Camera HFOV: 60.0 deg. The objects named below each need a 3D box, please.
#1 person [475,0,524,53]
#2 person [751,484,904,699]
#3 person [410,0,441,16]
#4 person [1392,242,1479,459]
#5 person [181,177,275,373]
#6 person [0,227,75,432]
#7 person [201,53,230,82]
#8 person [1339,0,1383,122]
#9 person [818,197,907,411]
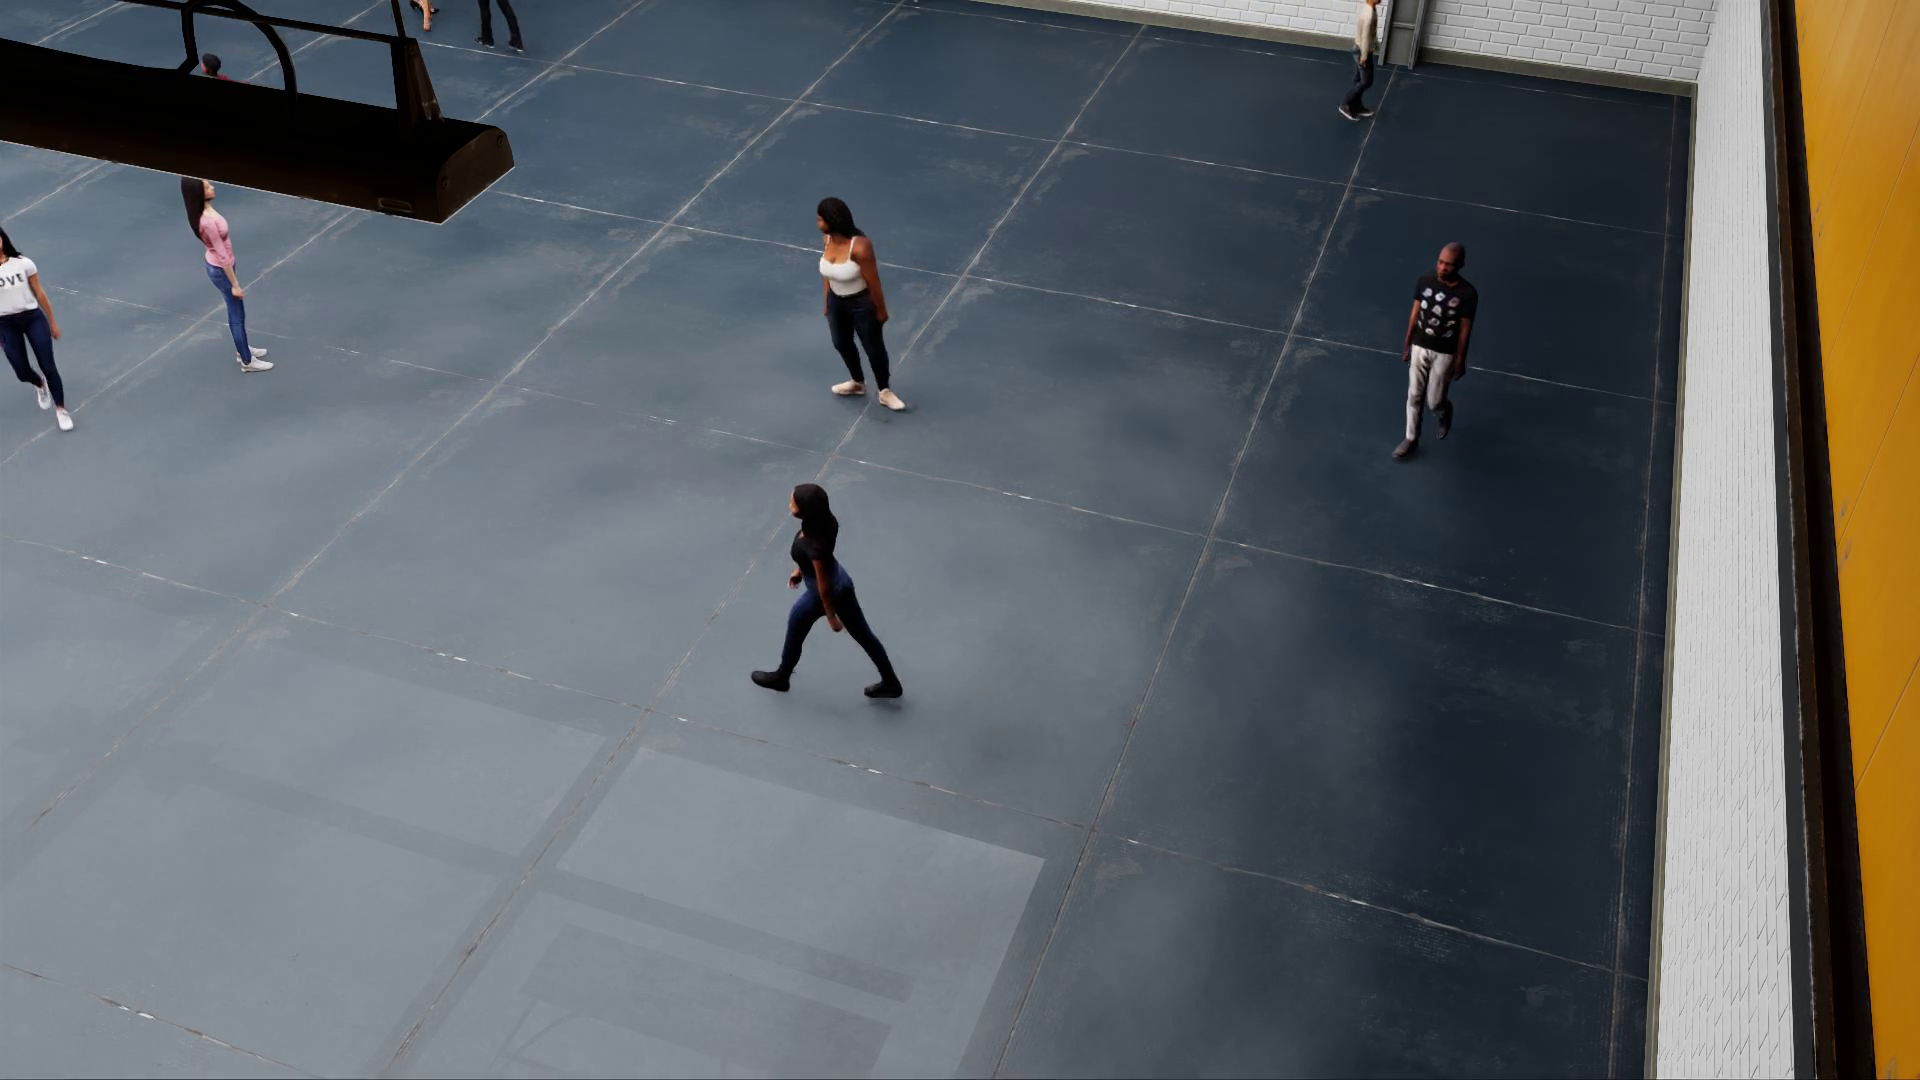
[{"bbox_3d":[-5.228,-6.343,18.647,0.984,1.784,0.806,27,46,29],"label":"person"},{"bbox_3d":[-0.730,0.377,10.315,1.236,1.682,0.628,8,39,10],"label":"person"},{"bbox_3d":[-6.503,-7.076,19.652,0.777,1.677,0.672,-28,47,-31],"label":"person"},{"bbox_3d":[3.617,-1.446,12.508,0.877,1.793,0.879,27,46,30],"label":"person"},{"bbox_3d":[-5.957,-2.179,13.466,0.712,1.742,0.643,-18,42,-21],"label":"person"},{"bbox_3d":[-7.221,-1.667,12.811,0.809,1.761,0.871,-18,42,-21],"label":"person"},{"bbox_3d":[-7.159,-4.165,16.356,0.723,1.240,0.506,14,41,17],"label":"person"},{"bbox_3d":[4.169,-5.118,17.376,0.636,1.457,0.613,7,39,9],"label":"person"},{"bbox_3d":[-0.751,-1.832,13.005,0.716,1.776,0.976,18,42,21],"label":"person"}]
